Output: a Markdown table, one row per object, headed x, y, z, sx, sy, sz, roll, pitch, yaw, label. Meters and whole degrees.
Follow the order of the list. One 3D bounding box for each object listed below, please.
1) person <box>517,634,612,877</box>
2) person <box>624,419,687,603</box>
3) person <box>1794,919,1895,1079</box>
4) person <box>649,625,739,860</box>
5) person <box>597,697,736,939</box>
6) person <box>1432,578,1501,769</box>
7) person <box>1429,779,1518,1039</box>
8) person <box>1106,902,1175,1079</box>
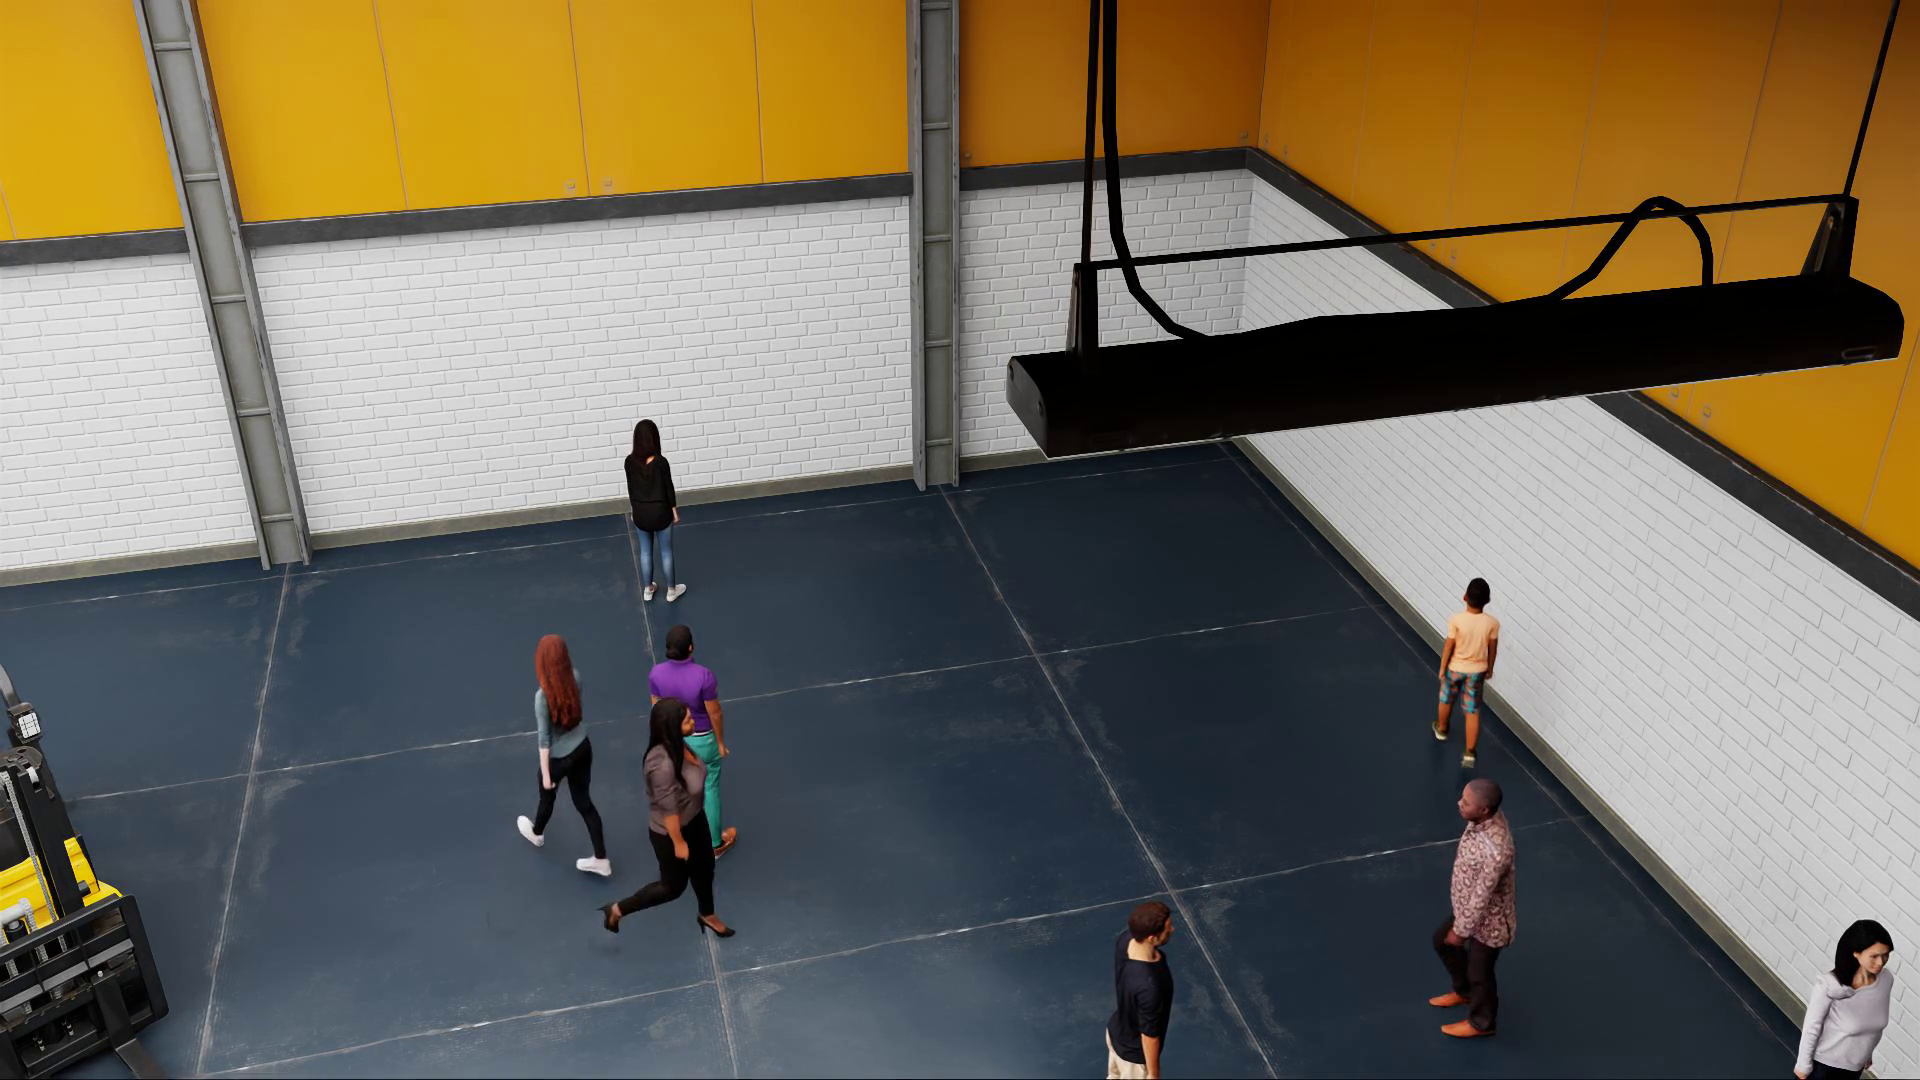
| x | y | z | sx | sy | sz | roll | pitch | yaw | label |
| --- | --- | --- | --- | --- | --- | --- | --- | --- | --- |
| -2.487 | 1.451 | 10.816 | 1.129 | 1.685 | 1.092 | 15 | 32 | 25 | person |
| -2.579 | -0.243 | 13.964 | 0.578 | 1.644 | 0.695 | 4 | 29 | 8 | person |
| 4.515 | 2.648 | 8.604 | 0.485 | 1.701 | 0.669 | -8 | 30 | -15 | person |
| -1.776 | 1.327 | 10.956 | 0.656 | 1.767 | 0.778 | 5 | 29 | 10 | person |
| -1.816 | 1.767 | 10.098 | 1.141 | 1.816 | 0.878 | 2 | 29 | 4 | person |
| 3.654 | 0.965 | 11.962 | 0.947 | 1.440 | 0.831 | 4 | 29 | 8 | person |
| 3.077 | 2.129 | 9.469 | 0.778 | 1.784 | 0.778 | 2 | 29 | 3 | person |
| 0.888 | 2.582 | 8.568 | 0.533 | 1.851 | 0.635 | -6 | 29 | -11 | person |
